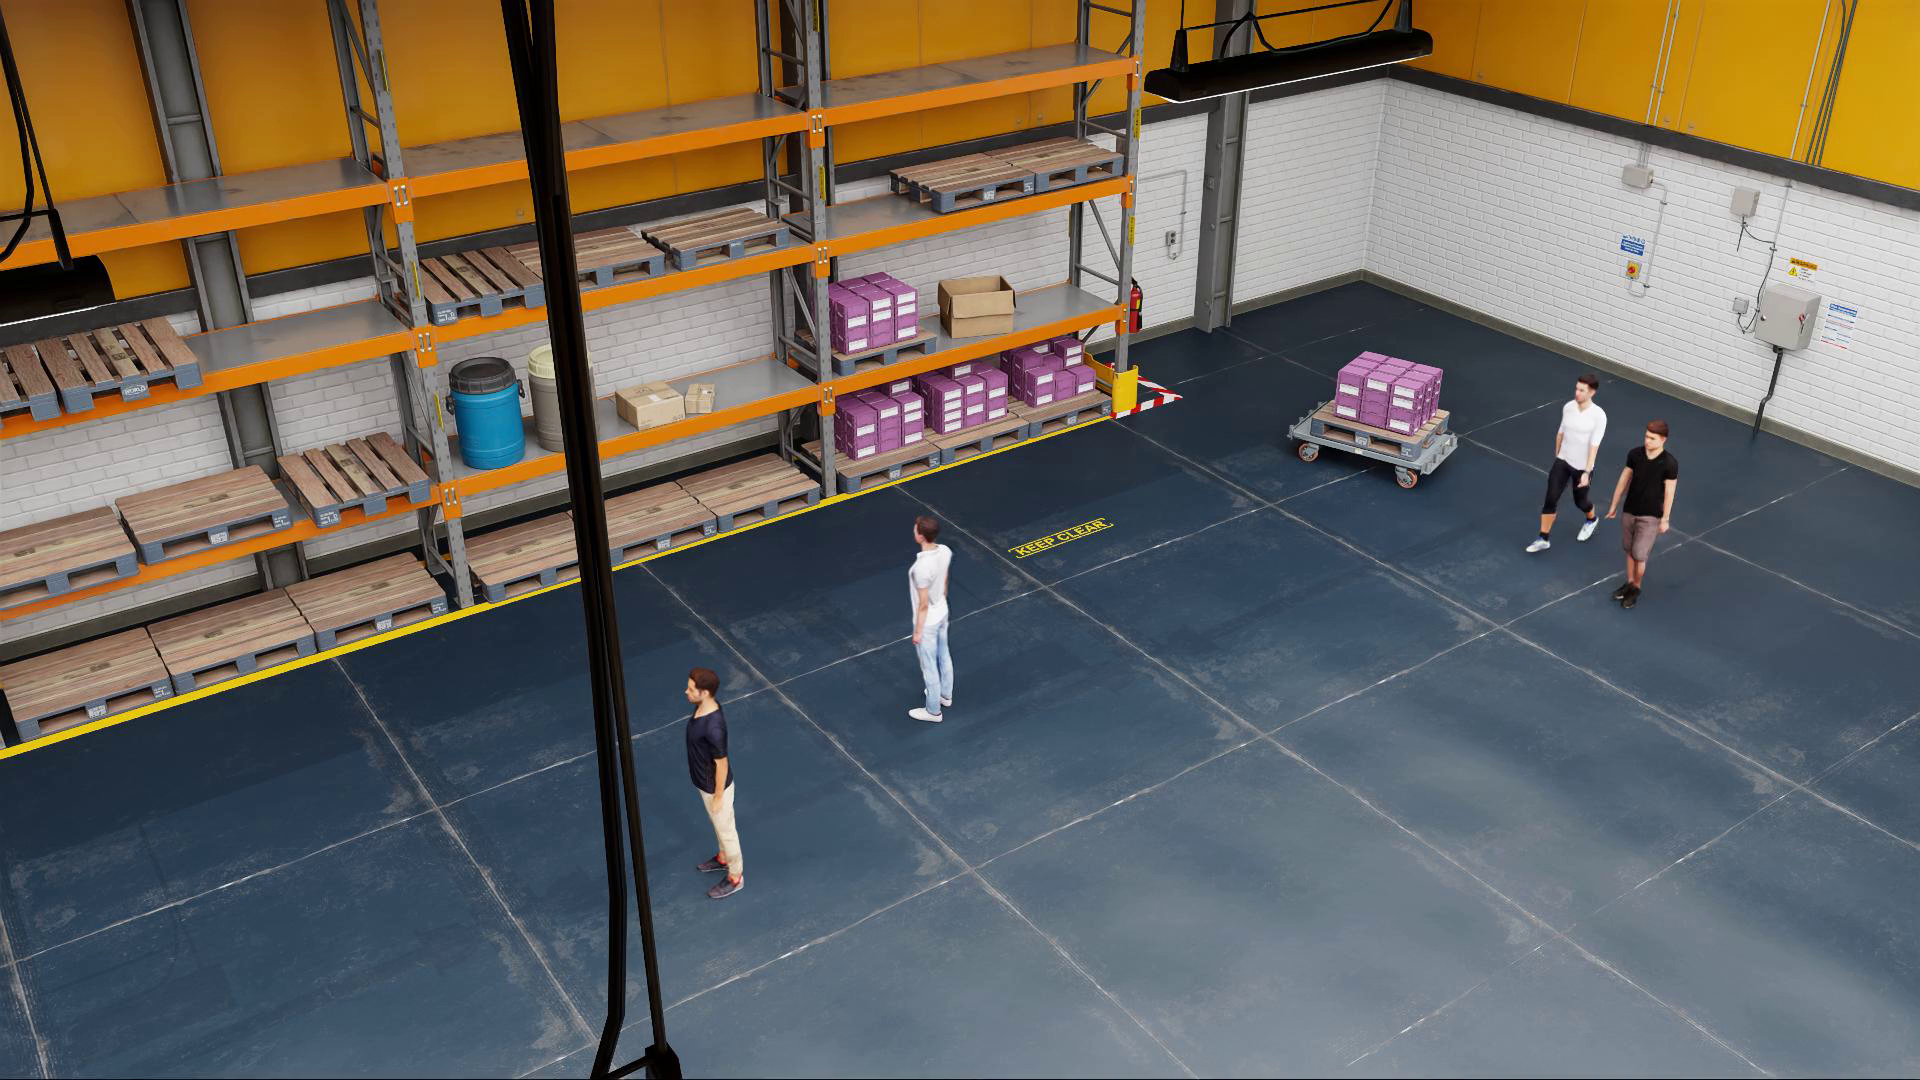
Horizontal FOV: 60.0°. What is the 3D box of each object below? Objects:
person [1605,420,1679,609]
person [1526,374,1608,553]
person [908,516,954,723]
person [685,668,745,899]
[{"bbox_3d":[6.408,-0.280,15.438,0.619,1.849,0.673,-19,34,-31],"label":"person"},{"bbox_3d":[6.101,-0.762,16.340,1.161,1.832,0.679,-20,35,-32],"label":"person"},{"bbox_3d":[-0.239,0.644,13.742,0.796,1.850,0.663,13,31,22],"label":"person"},{"bbox_3d":[-1.740,1.700,11.799,0.619,1.857,0.696,-10,30,-18],"label":"person"}]
